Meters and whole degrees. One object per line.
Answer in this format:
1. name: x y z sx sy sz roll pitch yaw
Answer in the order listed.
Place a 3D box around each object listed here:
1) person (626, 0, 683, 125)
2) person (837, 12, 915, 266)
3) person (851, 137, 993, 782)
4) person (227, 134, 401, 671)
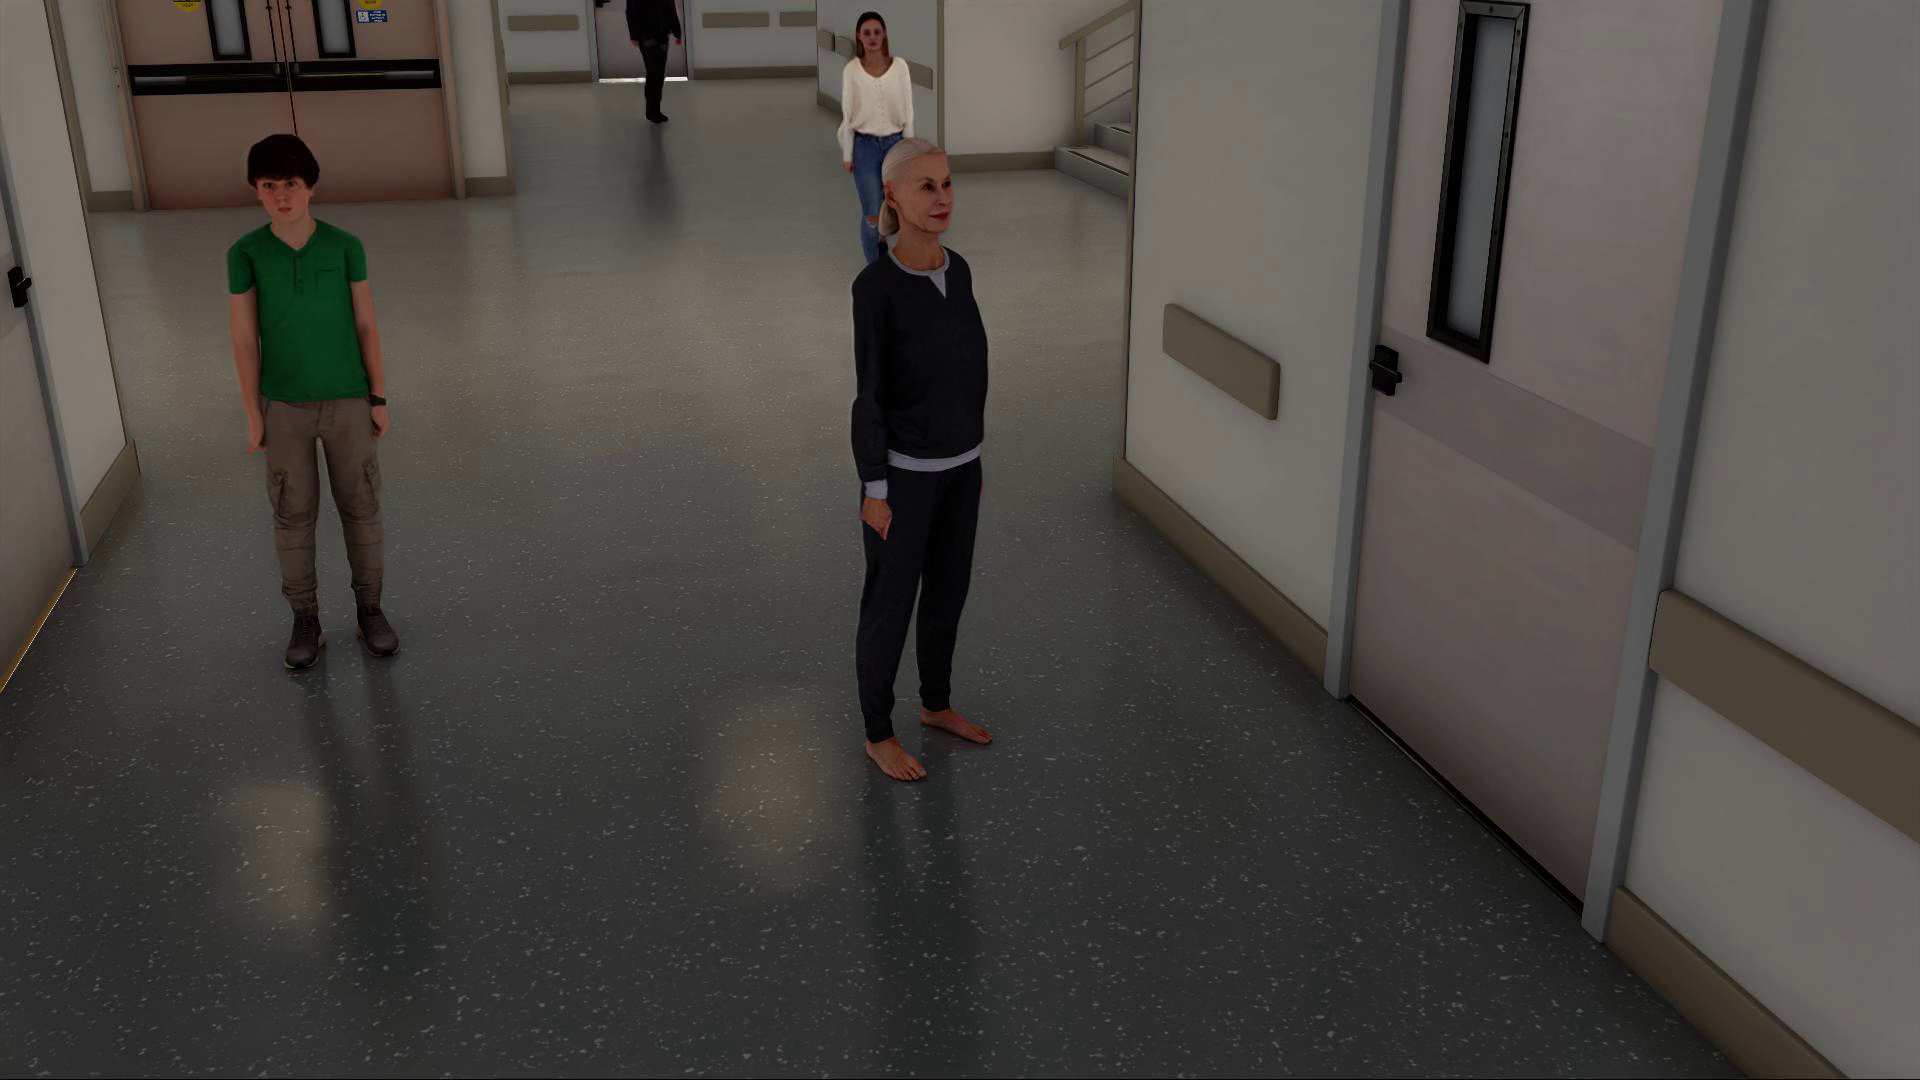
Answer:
1. person: -3.491 -5.653 18.590 0.932 1.922 0.847 18 27 40
2. person: -0.523 -2.413 10.376 0.700 1.680 0.714 -4 21 -11
3. person: -0.108 -0.220 4.522 0.750 1.726 0.644 17 27 38
4. person: -2.008 -0.427 5.175 0.503 1.650 0.658 -8 22 -21
